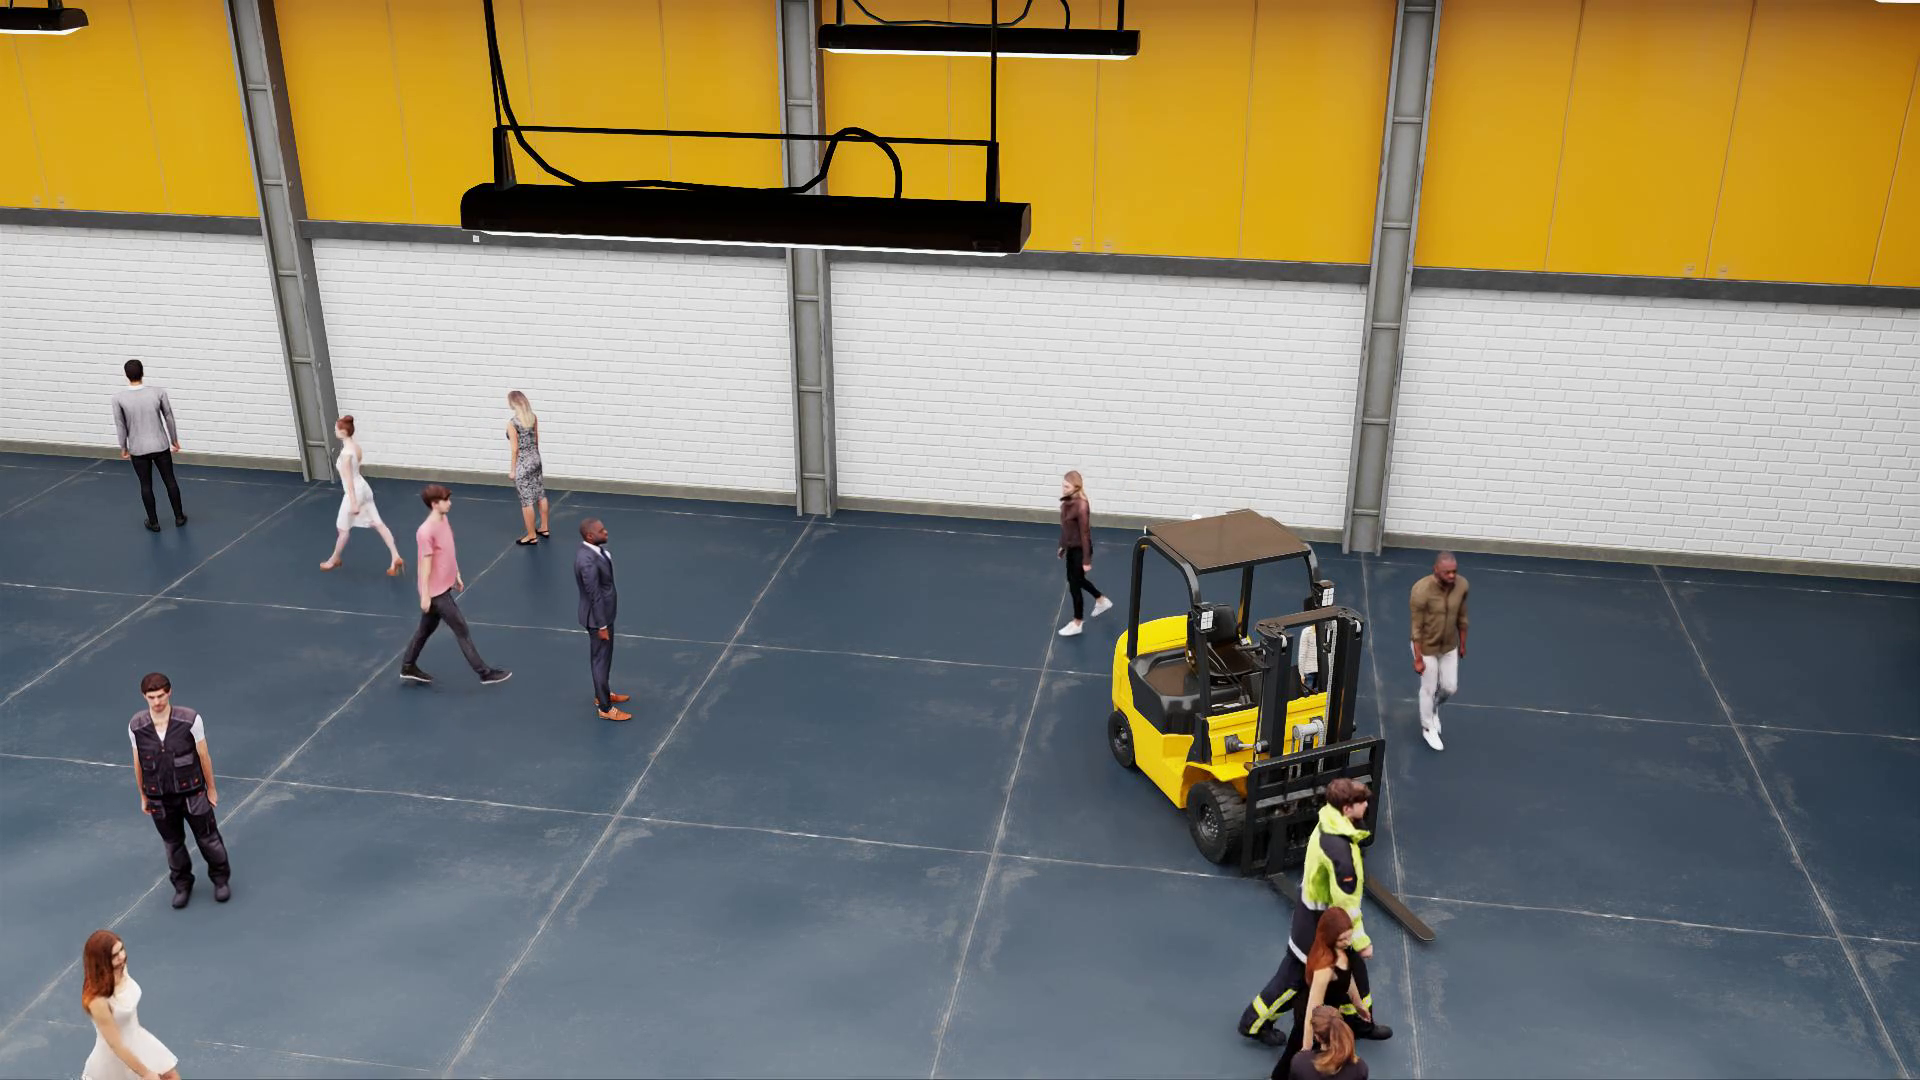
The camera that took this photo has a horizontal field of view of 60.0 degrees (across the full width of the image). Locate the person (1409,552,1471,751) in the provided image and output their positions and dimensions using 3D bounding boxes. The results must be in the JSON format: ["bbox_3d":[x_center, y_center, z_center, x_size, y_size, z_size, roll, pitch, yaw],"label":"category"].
[{"bbox_3d":[3.894,0.868,13.805,0.837,1.794,0.947,-9,25,-19],"label":"person"}]

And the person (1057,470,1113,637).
[{"bbox_3d":[1.172,0.103,15.692,0.948,1.684,0.823,-5,24,-12],"label":"person"}]

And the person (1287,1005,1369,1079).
[{"bbox_3d":[1.850,3.157,8.647,0.537,1.731,0.730,6,24,13],"label":"person"}]

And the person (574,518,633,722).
[{"bbox_3d":[-3.098,0.654,14.258,0.749,1.824,0.774,-5,24,-11],"label":"person"}]

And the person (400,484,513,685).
[{"bbox_3d":[-4.684,0.447,14.636,1.298,1.900,0.832,0,24,0],"label":"person"}]

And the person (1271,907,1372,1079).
[{"bbox_3d":[1.951,2.777,9.557,0.937,1.699,0.626,4,24,9],"label":"person"}]

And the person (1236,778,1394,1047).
[{"bbox_3d":[2.161,2.340,10.256,1.195,1.939,0.779,4,24,10],"label":"person"}]

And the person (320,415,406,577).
[{"bbox_3d":[-5.968,-0.391,16.753,1.133,1.740,0.706,1,24,1],"label":"person"}]

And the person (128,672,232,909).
[{"bbox_3d":[-5.511,1.753,11.719,0.674,1.843,0.799,-5,24,-12],"label":"person"}]

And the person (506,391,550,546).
[{"bbox_3d":[-4.597,-0.776,17.679,0.601,1.703,0.625,13,27,27],"label":"person"}]

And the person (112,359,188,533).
[{"bbox_3d":[-8.770,-1.030,17.986,0.820,1.923,0.896,-14,27,-29],"label":"person"}]
